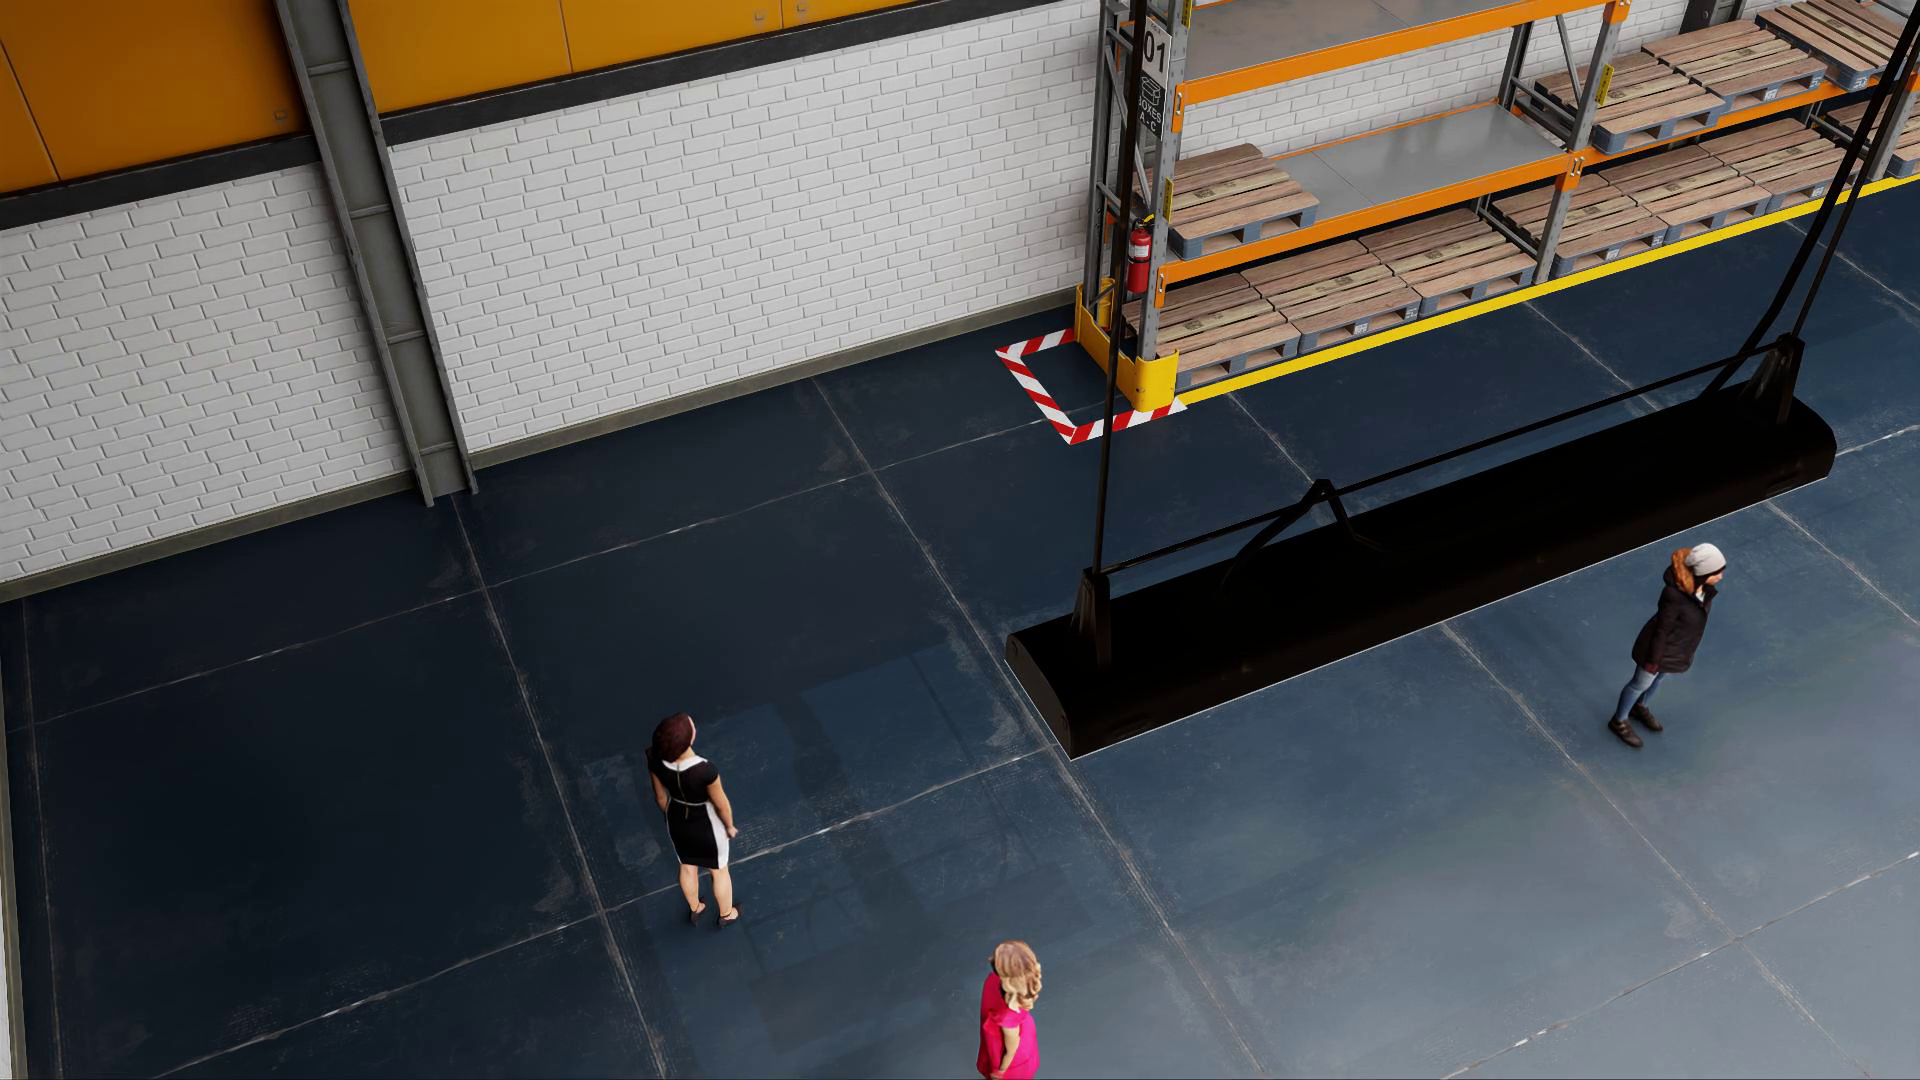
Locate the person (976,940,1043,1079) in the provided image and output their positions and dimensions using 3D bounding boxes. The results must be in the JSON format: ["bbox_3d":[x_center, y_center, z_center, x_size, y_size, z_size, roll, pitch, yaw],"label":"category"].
[{"bbox_3d":[0.259,2.516,8.346,0.690,1.729,0.661,5,44,5],"label":"person"}]

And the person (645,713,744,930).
[{"bbox_3d":[-1.466,1.593,9.267,0.622,1.796,0.703,11,45,11],"label":"person"}]

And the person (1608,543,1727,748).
[{"bbox_3d":[4.415,0.628,10.395,0.608,1.636,0.738,-28,50,-26],"label":"person"}]
